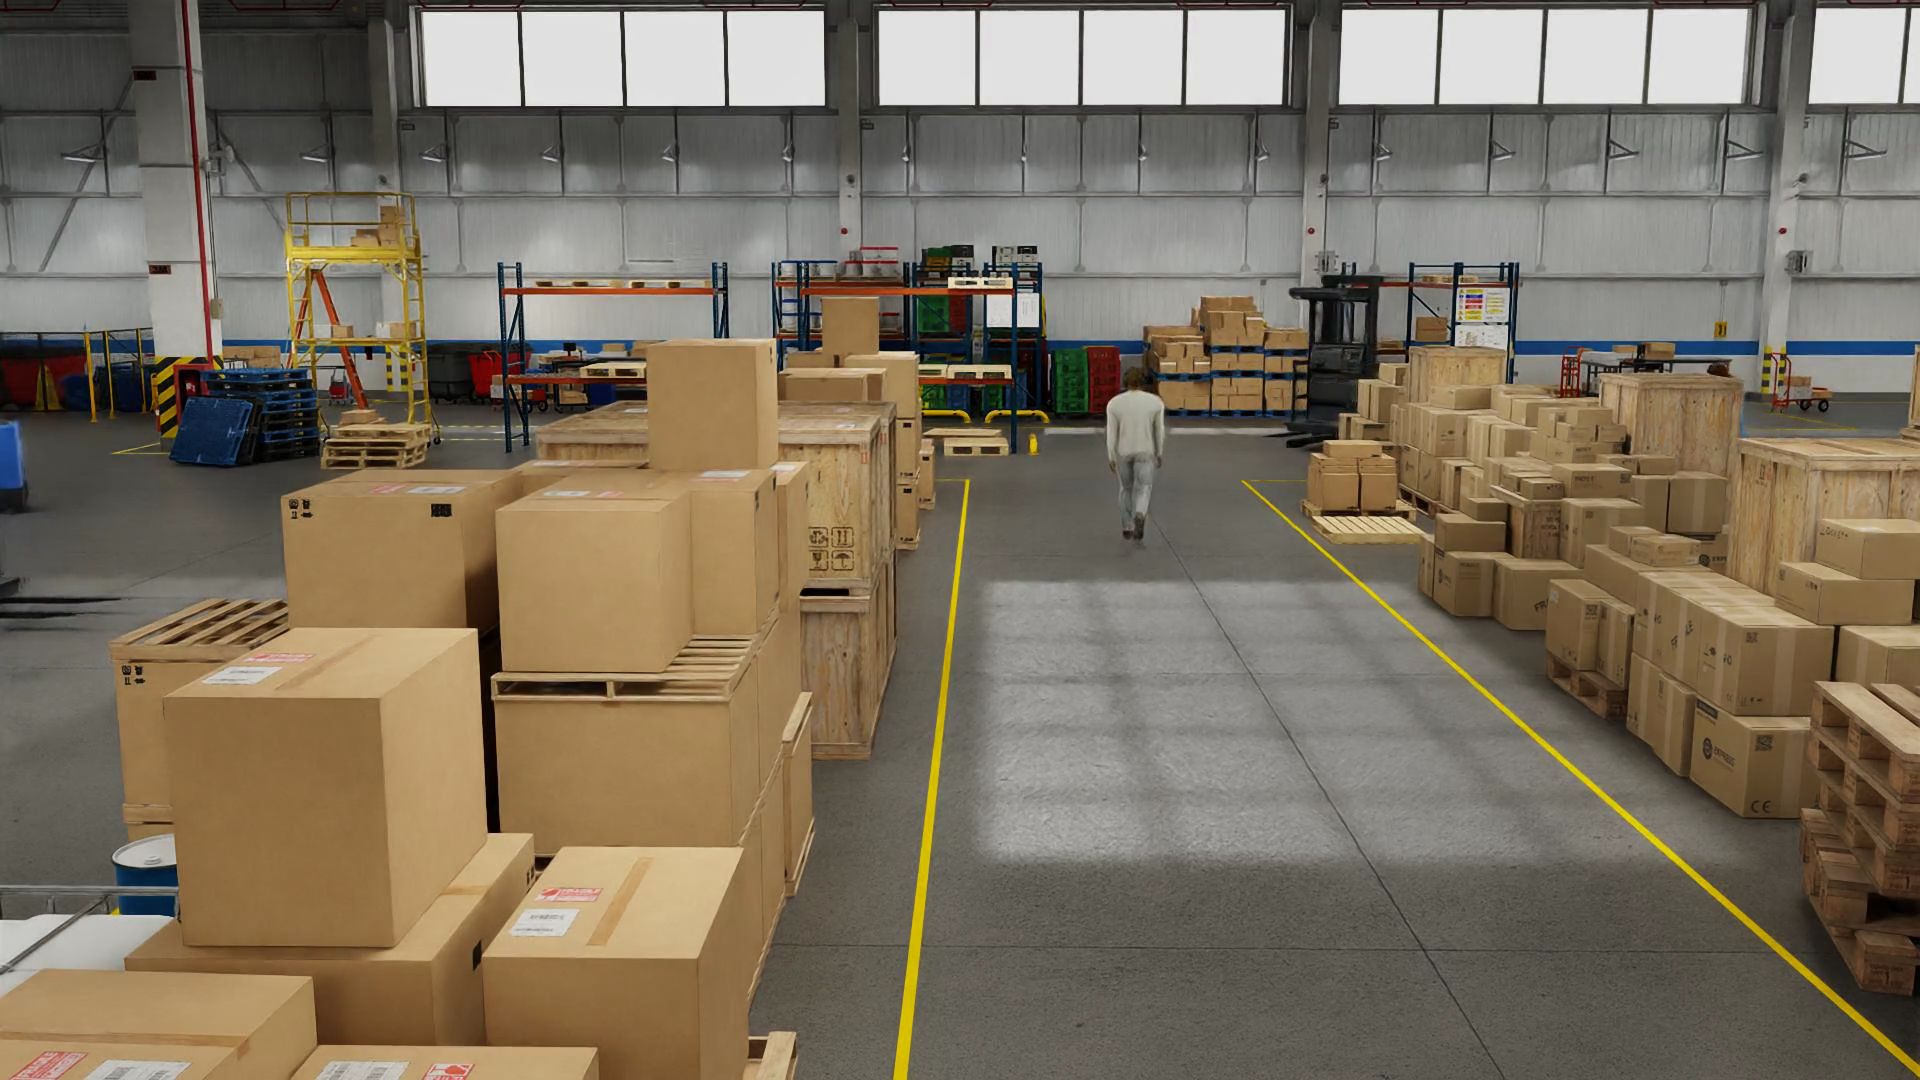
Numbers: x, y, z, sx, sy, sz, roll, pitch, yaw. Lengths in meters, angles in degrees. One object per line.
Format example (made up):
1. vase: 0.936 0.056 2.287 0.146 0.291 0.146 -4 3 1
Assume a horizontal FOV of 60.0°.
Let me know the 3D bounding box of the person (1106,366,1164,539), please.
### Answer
1. person: 1.899 -0.931 18.085 0.637 1.921 0.614 1 10 8

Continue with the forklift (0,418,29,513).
1. forklift: -12.402 -1.724 19.963 1.873 2.768 1.129 -4 10 -25

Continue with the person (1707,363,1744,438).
1. person: 9.135 -1.256 20.334 0.658 1.816 0.753 -3 10 -19

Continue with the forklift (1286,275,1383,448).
1. forklift: 6.314 -2.896 26.984 1.129 2.768 1.873 9 13 42
